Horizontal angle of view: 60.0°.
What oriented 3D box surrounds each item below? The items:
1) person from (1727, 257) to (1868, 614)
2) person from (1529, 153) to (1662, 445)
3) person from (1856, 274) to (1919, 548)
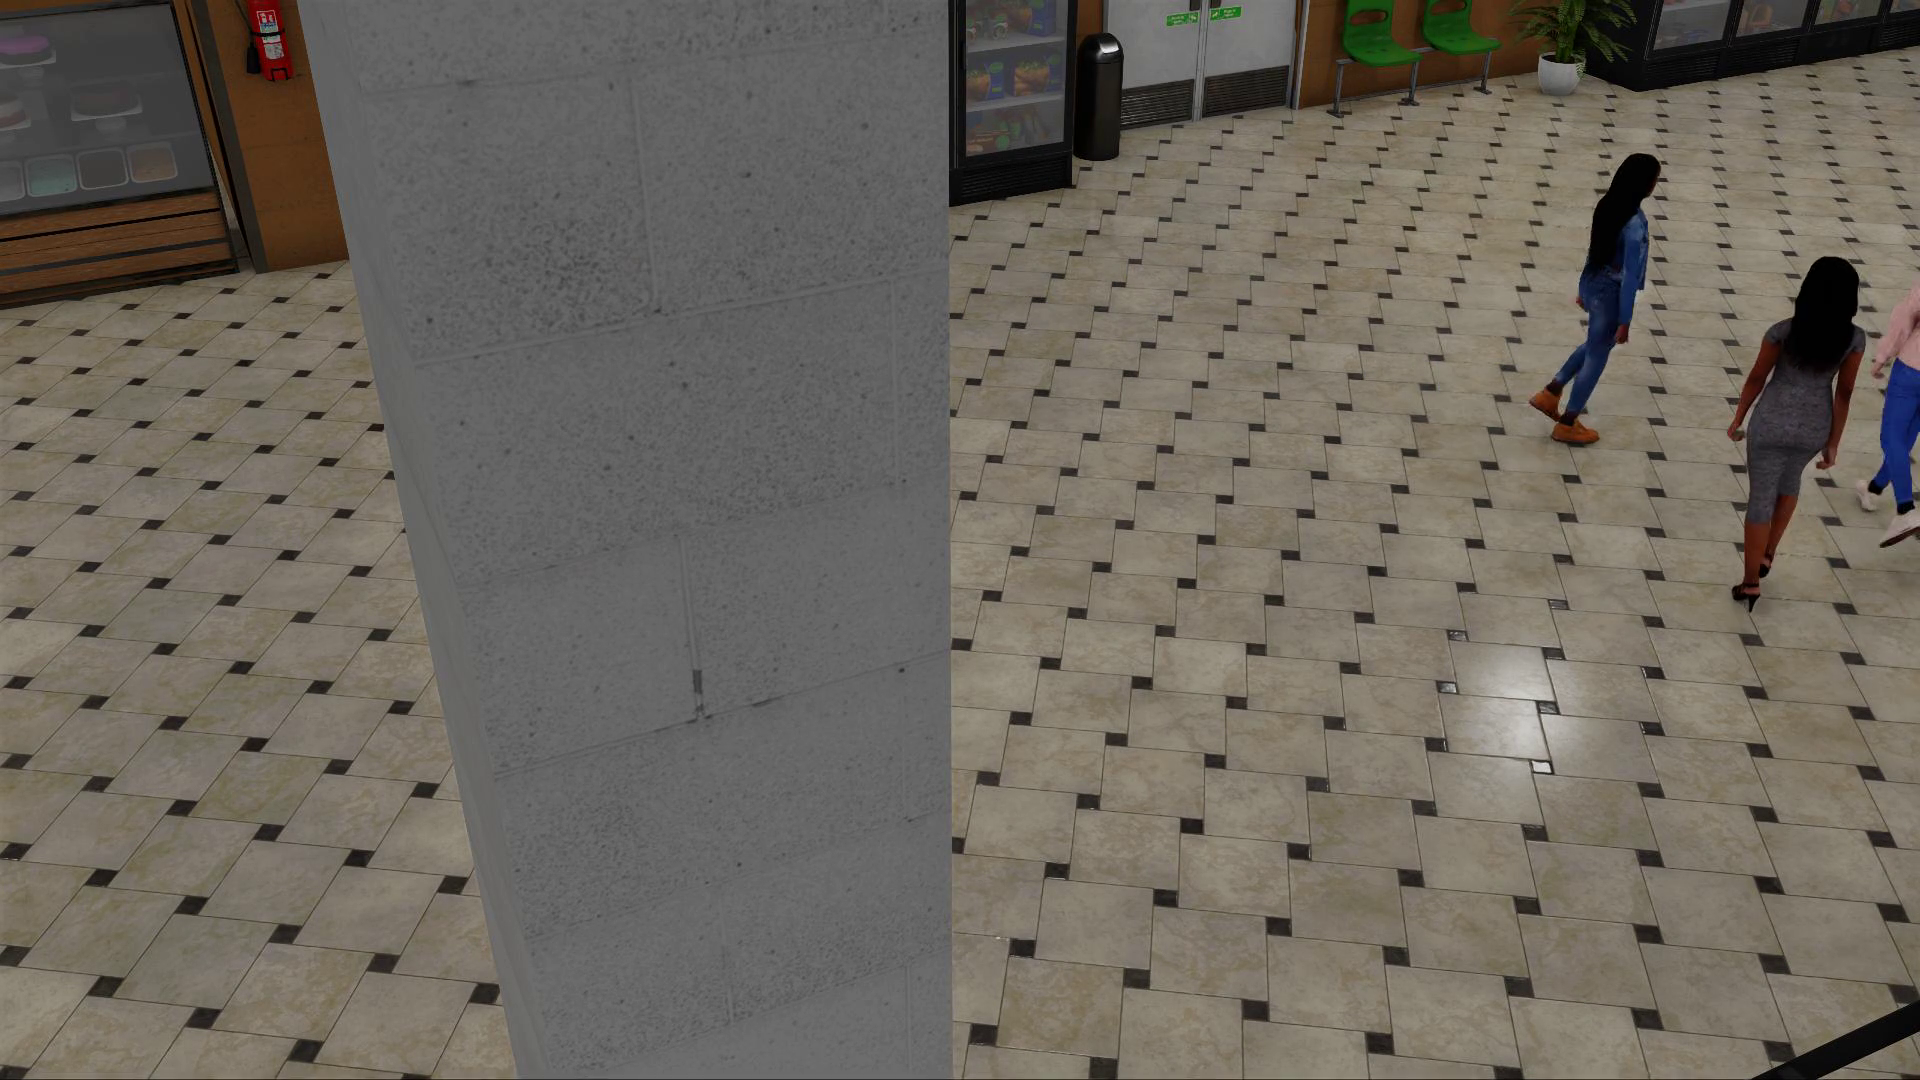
[{"bbox_3d":[3.860,-0.427,7.728,0.758,1.767,0.816,6,32,9],"label":"person"},{"bbox_3d":[3.470,-1.307,9.204,0.810,1.702,0.735,-3,32,-5],"label":"person"},{"bbox_3d":[4.882,-0.787,8.335,1.032,1.736,1.195,1,32,2],"label":"person"}]
